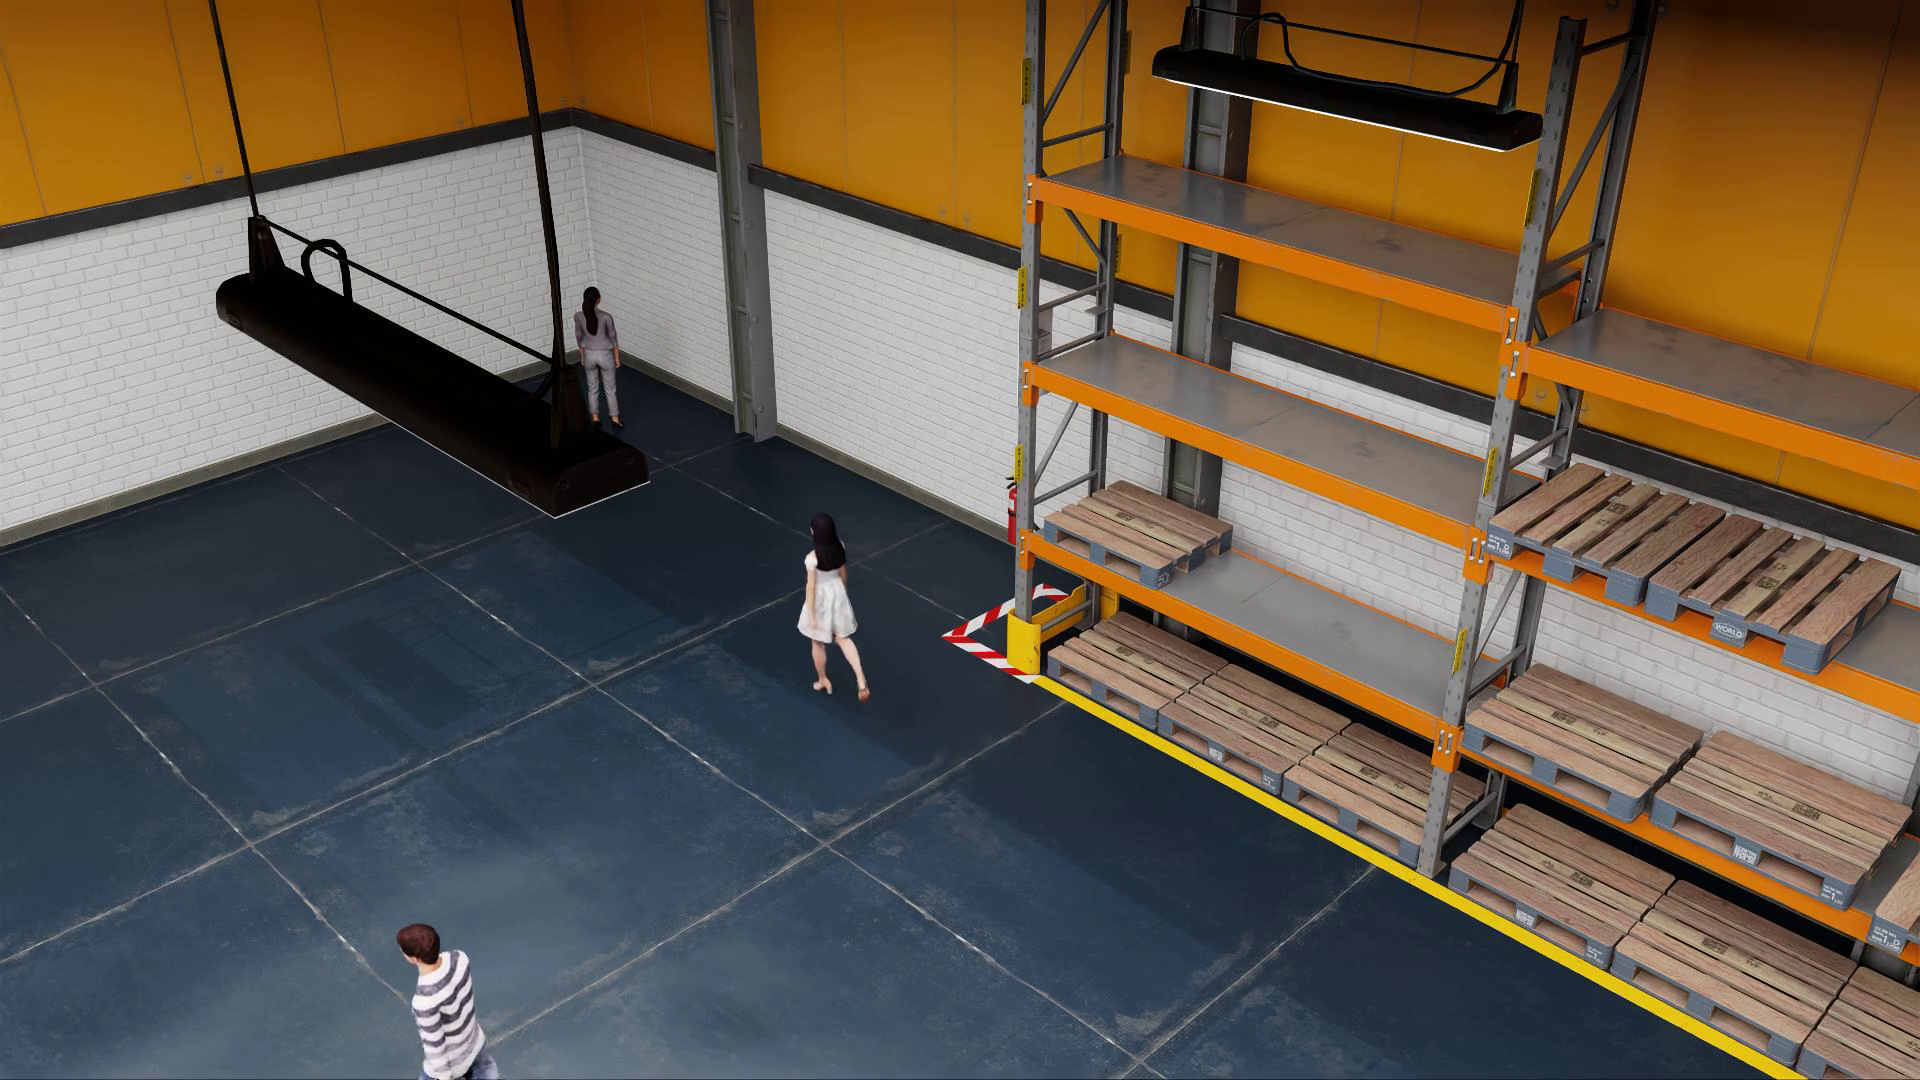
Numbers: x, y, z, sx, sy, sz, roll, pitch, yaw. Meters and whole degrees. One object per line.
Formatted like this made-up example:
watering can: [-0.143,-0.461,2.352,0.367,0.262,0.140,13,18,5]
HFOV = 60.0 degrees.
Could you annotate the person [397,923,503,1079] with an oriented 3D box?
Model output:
person: [-2.710,2.887,9.238,1.330,1.786,1.087,9,30,16]

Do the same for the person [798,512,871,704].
person: [-1.011,0.597,13.467,0.689,1.756,1.017,-22,35,-34]

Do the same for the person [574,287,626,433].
person: [-3.968,-1.982,18.275,0.715,1.679,0.790,3,29,6]
